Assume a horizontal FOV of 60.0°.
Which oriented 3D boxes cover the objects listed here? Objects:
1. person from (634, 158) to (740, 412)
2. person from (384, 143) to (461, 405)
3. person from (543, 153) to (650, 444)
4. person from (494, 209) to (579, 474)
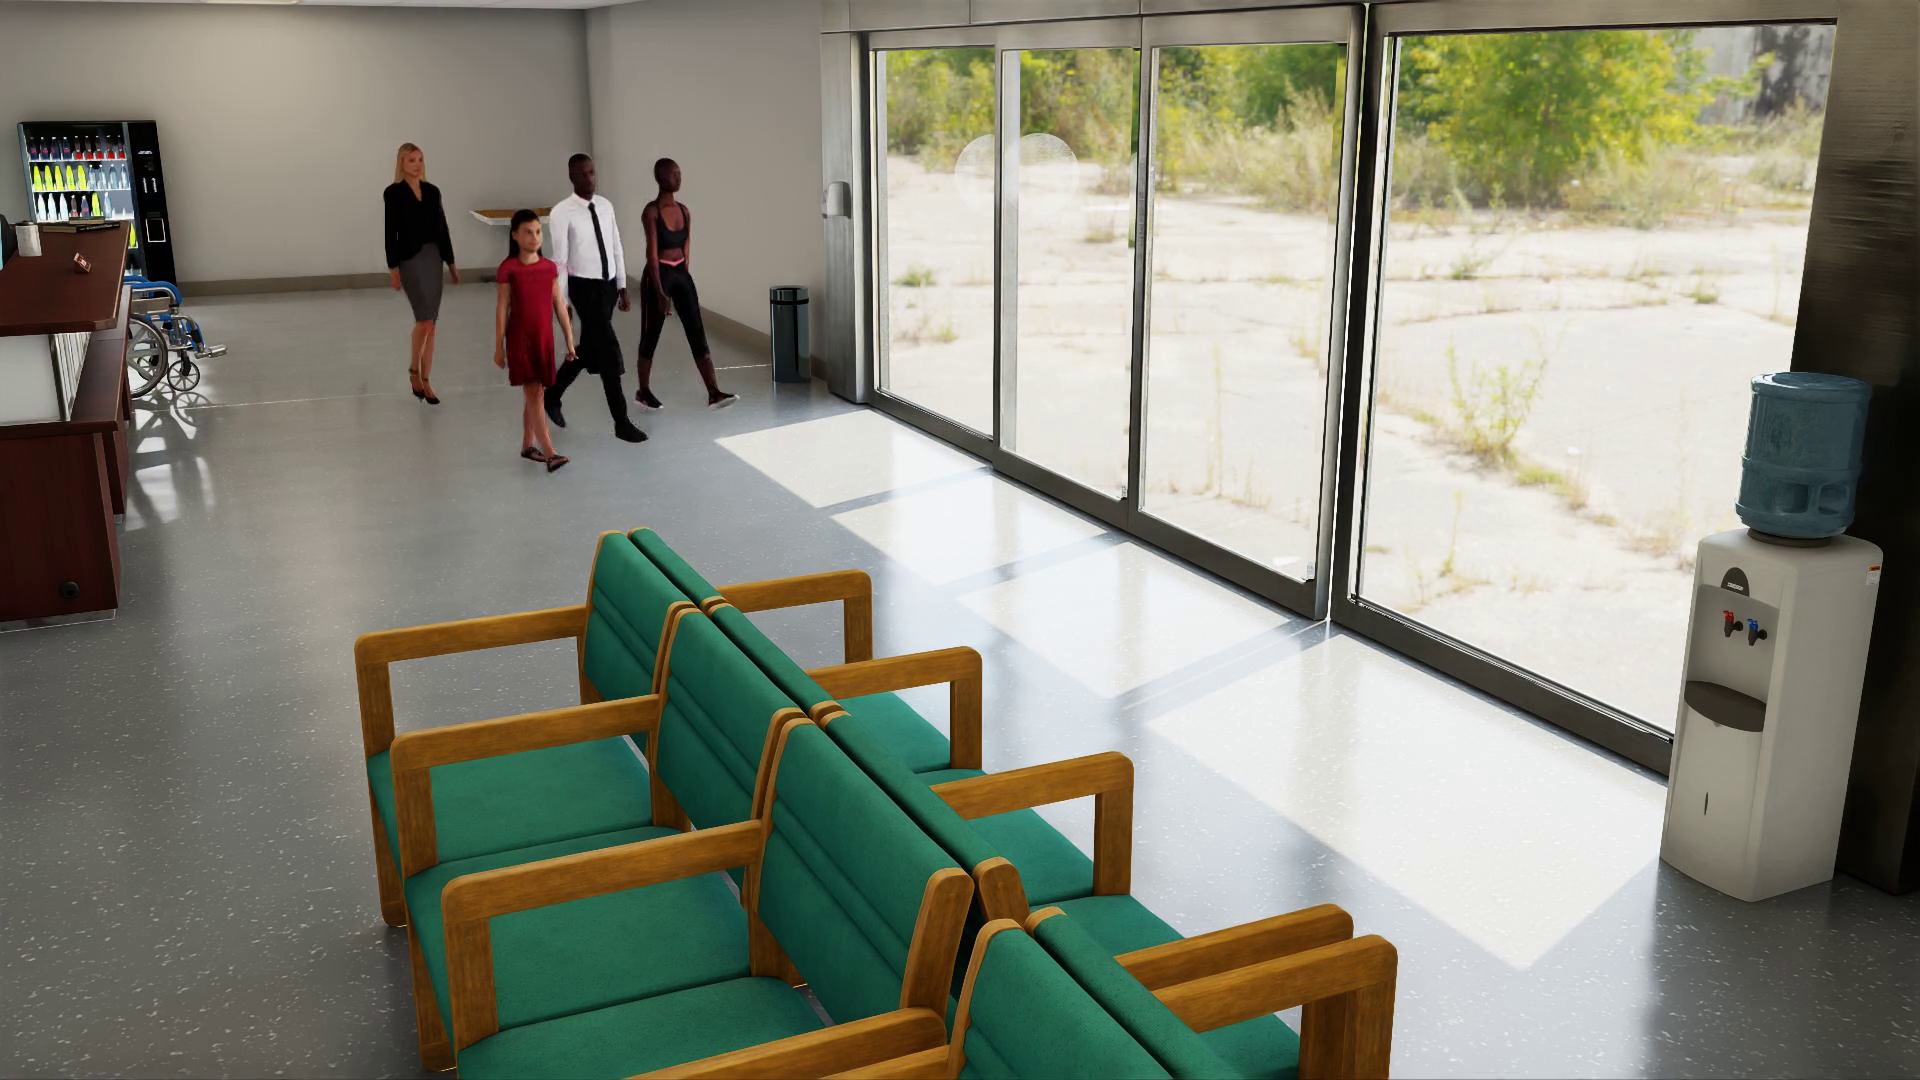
[{"bbox_3d":[-2.088,-1.715,11.451,0.978,1.716,1.166,14,21,41],"label":"person"},{"bbox_3d":[-3.866,-1.864,11.763,0.792,1.832,0.705,11,19,33],"label":"person"},{"bbox_3d":[-2.416,-1.529,10.655,1.116,1.790,1.243,10,19,32],"label":"person"},{"bbox_3d":[-2.577,-1.174,9.884,0.983,1.516,0.821,-14,21,-40],"label":"person"}]
